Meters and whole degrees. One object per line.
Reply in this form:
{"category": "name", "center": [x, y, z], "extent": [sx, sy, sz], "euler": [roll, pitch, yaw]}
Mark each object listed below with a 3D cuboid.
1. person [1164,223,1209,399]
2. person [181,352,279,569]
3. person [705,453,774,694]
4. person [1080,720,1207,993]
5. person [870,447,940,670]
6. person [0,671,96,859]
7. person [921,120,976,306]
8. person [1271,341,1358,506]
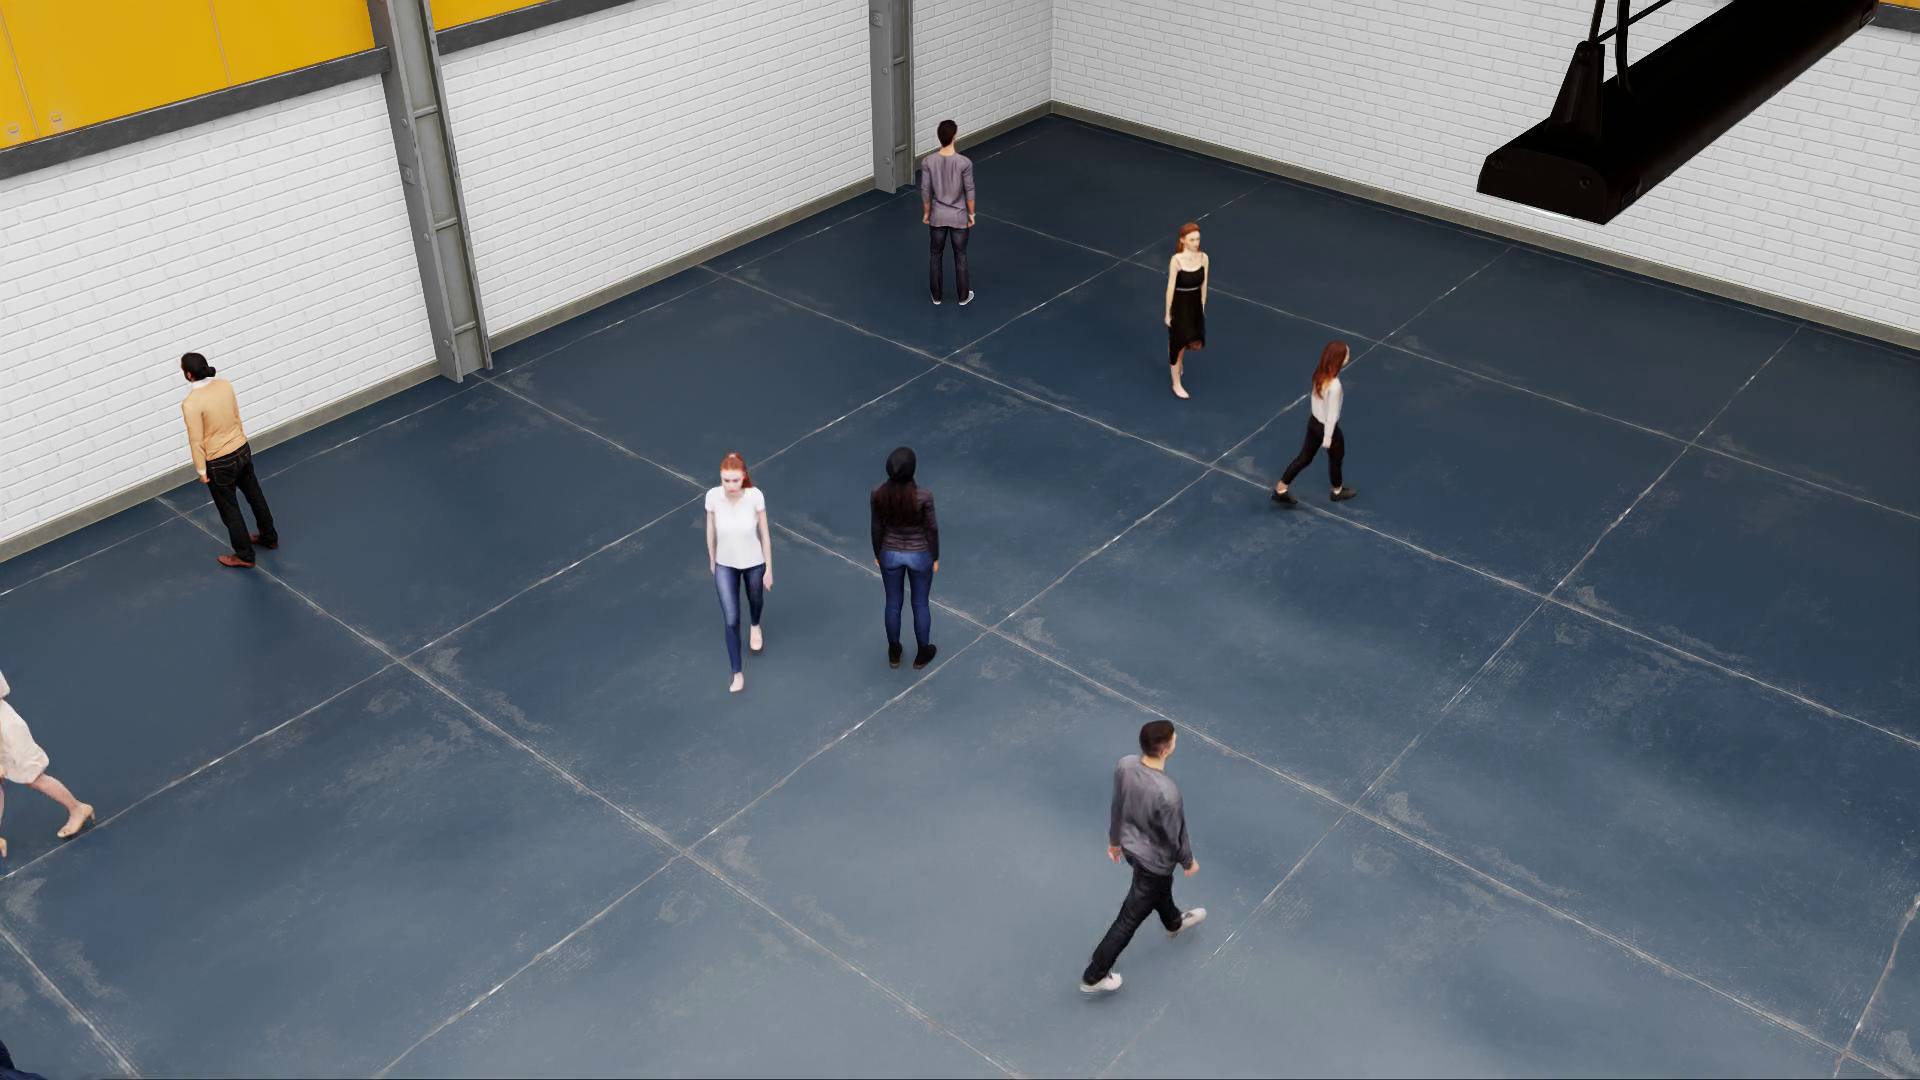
{"category": "person", "center": [1.960, -2.087, 14.838], "extent": [0.808, 1.613, 0.825], "euler": [-12, 35, -17]}
{"category": "person", "center": [-5.521, -0.617, 12.503], "extent": [0.784, 1.750, 0.640], "euler": [10, 35, 15]}
{"category": "person", "center": [-1.489, 0.128, 11.437], "extent": [1.087, 1.688, 1.152], "euler": [-2, 34, -3]}
{"category": "person", "center": [0.955, 1.749, 8.973], "extent": [1.248, 1.718, 0.881], "euler": [-20, 38, -27]}
{"category": "person", "center": [-0.373, 0.126, 11.389], "extent": [0.713, 1.745, 0.731], "euler": [6, 34, 8]}
{"category": "person", "center": [-5.585, 1.168, 9.859], "extent": [1.011, 1.704, 0.718], "euler": [-25, 41, -32]}
{"category": "person", "center": [-0.110, -3.189, 16.283], "extent": [0.747, 1.850, 0.737], "euler": [5, 34, 7]}
{"category": "person", "center": [2.811, -0.888, 13.178], "extent": [1.047, 1.454, 0.900], "euler": [-8, 35, -12]}
